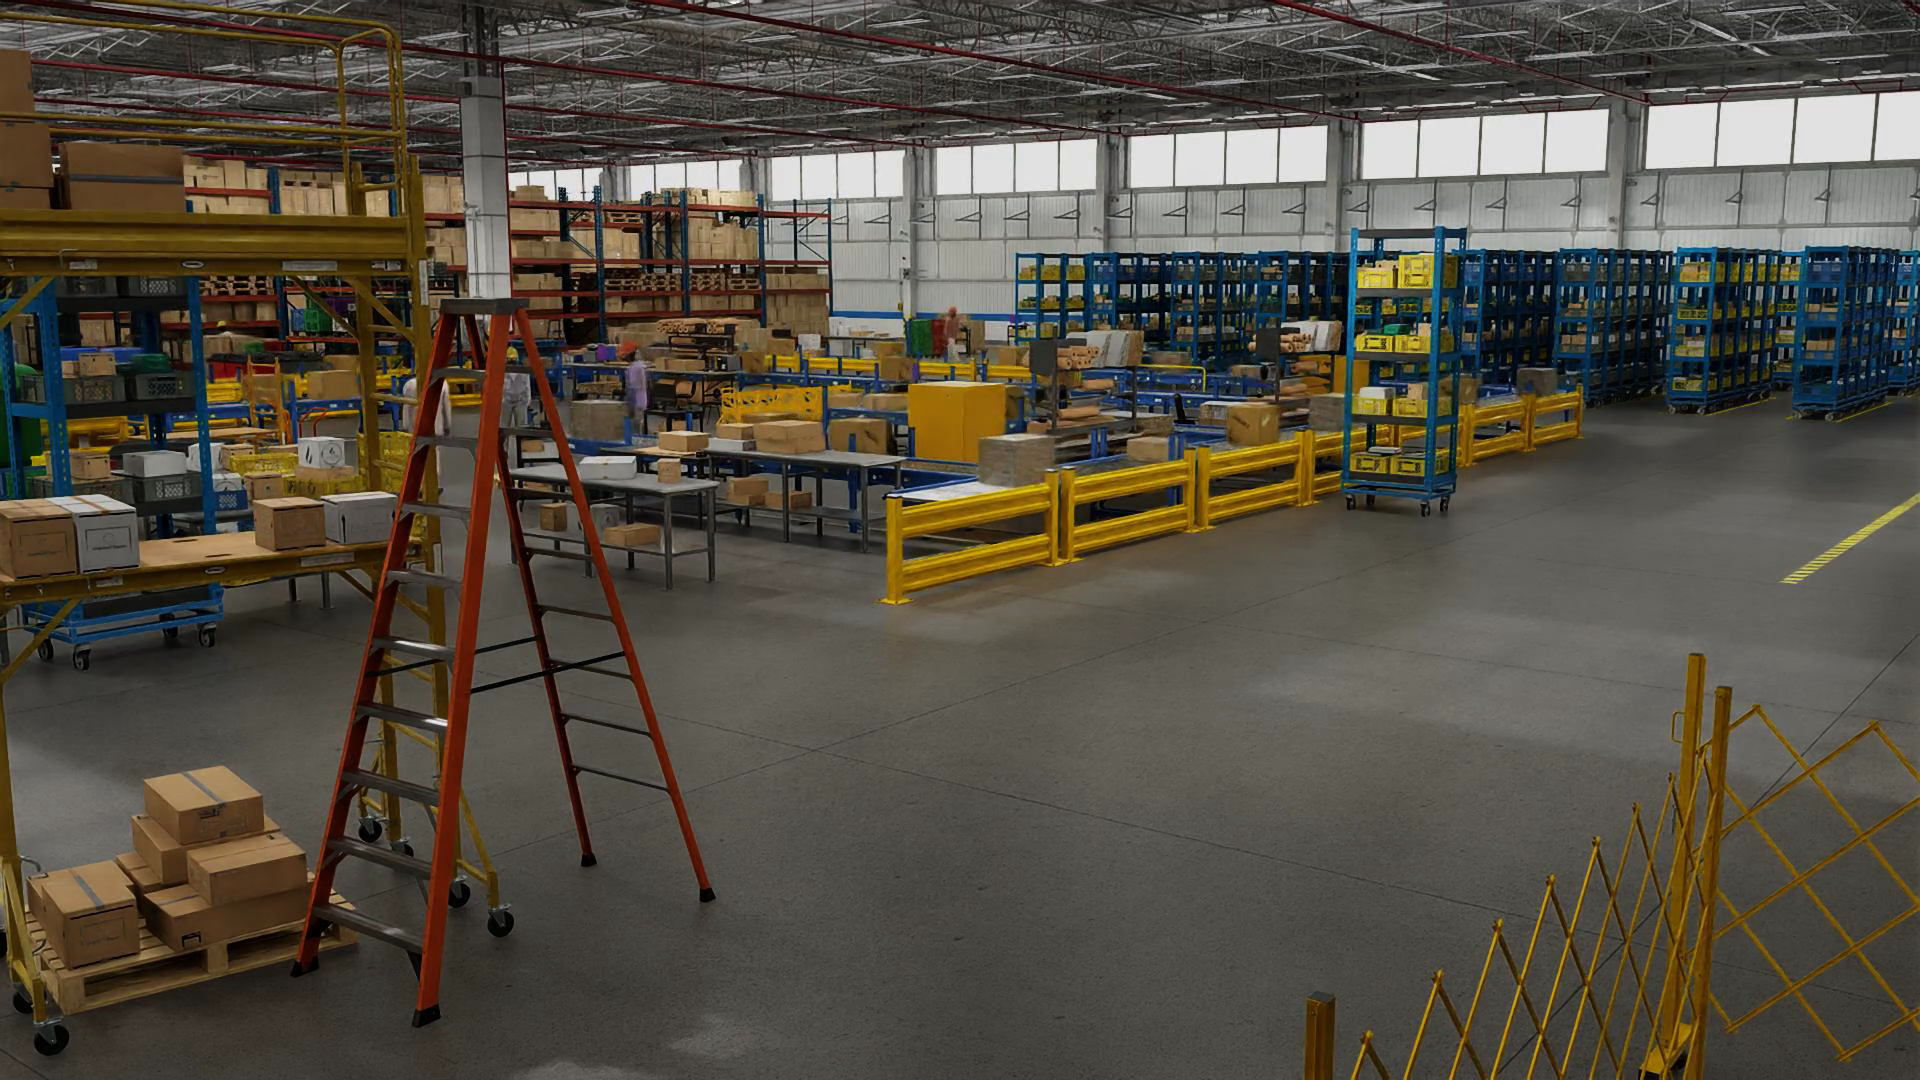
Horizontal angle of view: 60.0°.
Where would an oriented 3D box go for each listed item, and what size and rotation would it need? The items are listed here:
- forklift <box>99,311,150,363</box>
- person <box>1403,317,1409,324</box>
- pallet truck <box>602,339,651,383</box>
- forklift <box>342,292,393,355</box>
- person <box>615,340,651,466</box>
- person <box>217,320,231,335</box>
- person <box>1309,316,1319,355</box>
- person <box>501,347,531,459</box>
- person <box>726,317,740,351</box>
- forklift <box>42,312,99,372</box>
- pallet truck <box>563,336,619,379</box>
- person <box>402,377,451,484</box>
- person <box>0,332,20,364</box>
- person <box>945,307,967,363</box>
[{"bbox_3d":[-21.448,-5.366,43.521,1.873,2.768,1.129,-7,12,-38],"label":"forklift"},{"bbox_3d":[13.930,-6.102,51.372,0.575,1.830,0.660,4,10,24],"label":"person"},{"bbox_3d":[-8.991,-4.871,45.351,0.653,1.274,1.630,7,11,37],"label":"pallet truck"},{"bbox_3d":[-16.485,-5.622,45.120,1.129,2.768,1.873,7,11,37],"label":"forklift"},{"bbox_3d":[-5.113,-2.131,26.095,0.573,1.997,0.623,-2,9,-14],"label":"person"},{"bbox_3d":[-20.435,-5.262,46.404,0.530,1.743,0.665,5,11,30],"label":"person"},{"bbox_3d":[10.557,-5.876,50.035,0.727,1.813,0.596,7,11,36],"label":"person"},{"bbox_3d":[-7.346,-2.255,27.359,0.592,1.834,0.404,-4,10,-22],"label":"person"},{"bbox_3d":[-6.876,-5.853,50.068,0.531,1.747,0.662,-9,13,-44],"label":"person"},{"bbox_3d":[-23.779,-5.451,44.052,1.873,2.768,1.129,7,11,36],"label":"forklift"},{"bbox_3d":[-10.690,-5.294,48.215,1.601,1.201,0.680,-5,10,-26],"label":"pallet truck"},{"bbox_3d":[-7.446,-1.607,23.225,0.660,1.873,0.850,-2,9,-13],"label":"person"},{"bbox_3d":[-23.729,-4.423,41.514,0.287,1.632,0.503,9,12,43],"label":"person"},{"bbox_3d":[-0.150,-6.541,53.760,0.995,1.946,0.615,5,10,28],"label":"person"}]
